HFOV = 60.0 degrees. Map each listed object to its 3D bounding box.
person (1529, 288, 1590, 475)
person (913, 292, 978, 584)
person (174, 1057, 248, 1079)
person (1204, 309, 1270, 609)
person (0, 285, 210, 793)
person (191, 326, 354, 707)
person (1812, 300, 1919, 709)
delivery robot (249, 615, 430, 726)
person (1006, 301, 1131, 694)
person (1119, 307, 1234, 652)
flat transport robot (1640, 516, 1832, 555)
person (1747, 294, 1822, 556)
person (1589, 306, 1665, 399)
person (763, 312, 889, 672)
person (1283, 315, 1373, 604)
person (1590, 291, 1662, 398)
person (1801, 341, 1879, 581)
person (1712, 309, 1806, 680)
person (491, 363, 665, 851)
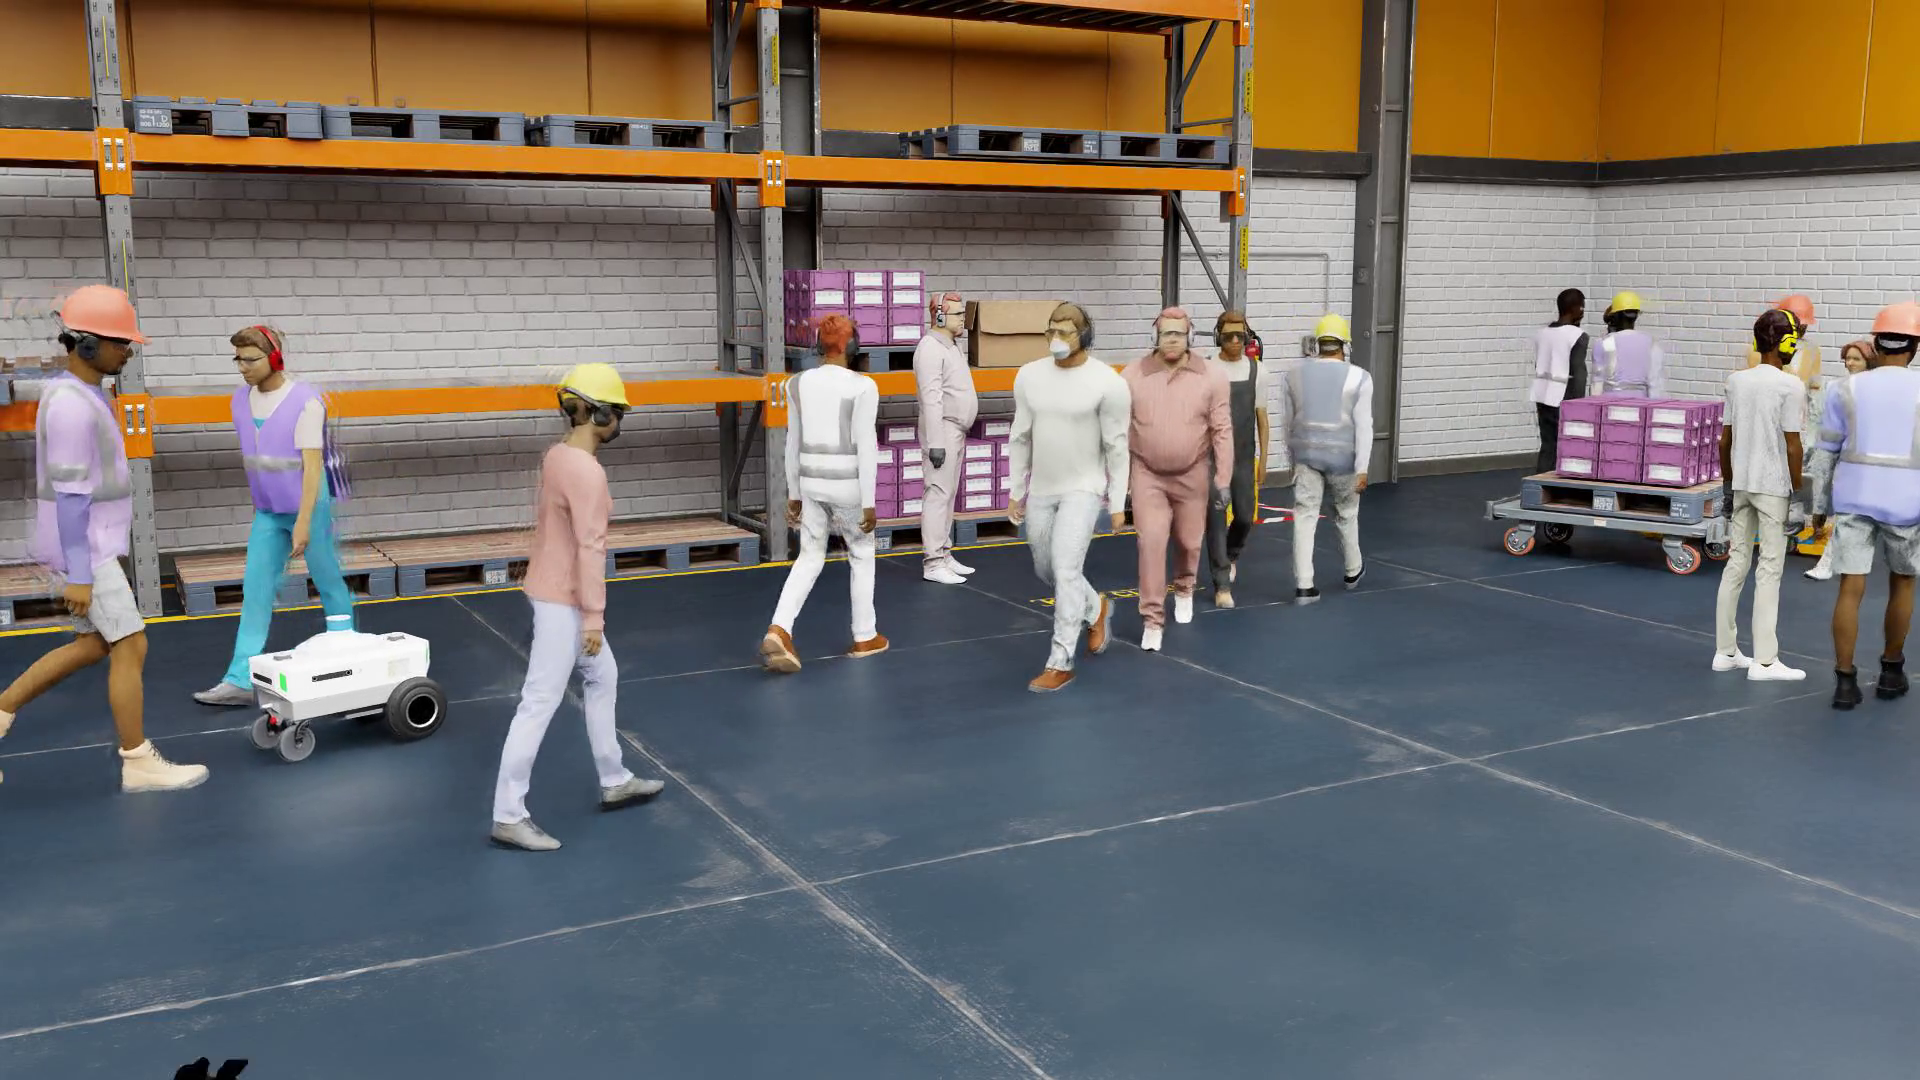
[{"bbox_3d":[4.901,-1.094,13.583,0.449,1.898,0.604,-4,10,-20],"label":"person"},{"bbox_3d":[-0.085,-0.674,10.994,0.409,1.907,0.648,2,9,10],"label":"person"},{"bbox_3d":[-0.428,1.128,0.827,0.561,1.639,0.874,-2,10,-13],"label":"person"},{"bbox_3d":[1.637,-0.516,10.277,0.520,1.825,0.648,0,9,0],"label":"person"},{"bbox_3d":[-3.446,0.036,6.372,0.843,2.006,0.671,-4,10,-25],"label":"person"},{"bbox_3d":[-3.217,-0.103,7.846,0.603,1.785,0.938,4,10,22],"label":"person"},{"bbox_3d":[4.386,-0.175,7.913,0.573,1.910,0.740,7,12,36],"label":"person"},{"bbox_3d":[-2.691,0.570,7.234,0.477,0.478,0.707,9,13,43],"label":"delivery robot"},{"bbox_3d":[0.577,-0.241,8.351,0.630,1.916,0.866,7,12,36],"label":"person"},{"bbox_3d":[1.196,-0.375,9.320,0.655,1.869,0.957,1,9,8],"label":"person"},{"bbox_3d":[5.918,-0.087,12.389,1.431,0.197,0.652,9,13,43],"label":"flat transport robot"},{"bbox_3d":[6.000,-0.873,12.259,0.575,1.895,0.954,-2,10,-13],"label":"person"},{"bbox_3d":[5.431,-1.030,13.561,0.929,1.791,0.640,-9,13,-43],"label":"person"},{"bbox_3d":[-0.699,-0.248,8.600,0.579,1.853,0.899,5,11,28],"label":"person"},{"bbox_3d":[2.318,-0.518,10.452,0.598,1.770,0.939,5,10,27],"label":"person"},{"bbox_3d":[5.343,-1.044,13.335,0.589,1.898,0.898,-1,9,-6],"label":"person"},{"bbox_3d":[5.925,-0.531,11.099,0.845,1.591,0.513,-5,11,-30],"label":"person"},{"bbox_3d":[4.056,-0.225,8.390,0.329,1.866,0.514,-3,10,-20],"label":"person"},{"bbox_3d":[-1.389,0.224,6.084,0.809,1.718,0.613,-5,10,-26],"label":"person"}]
